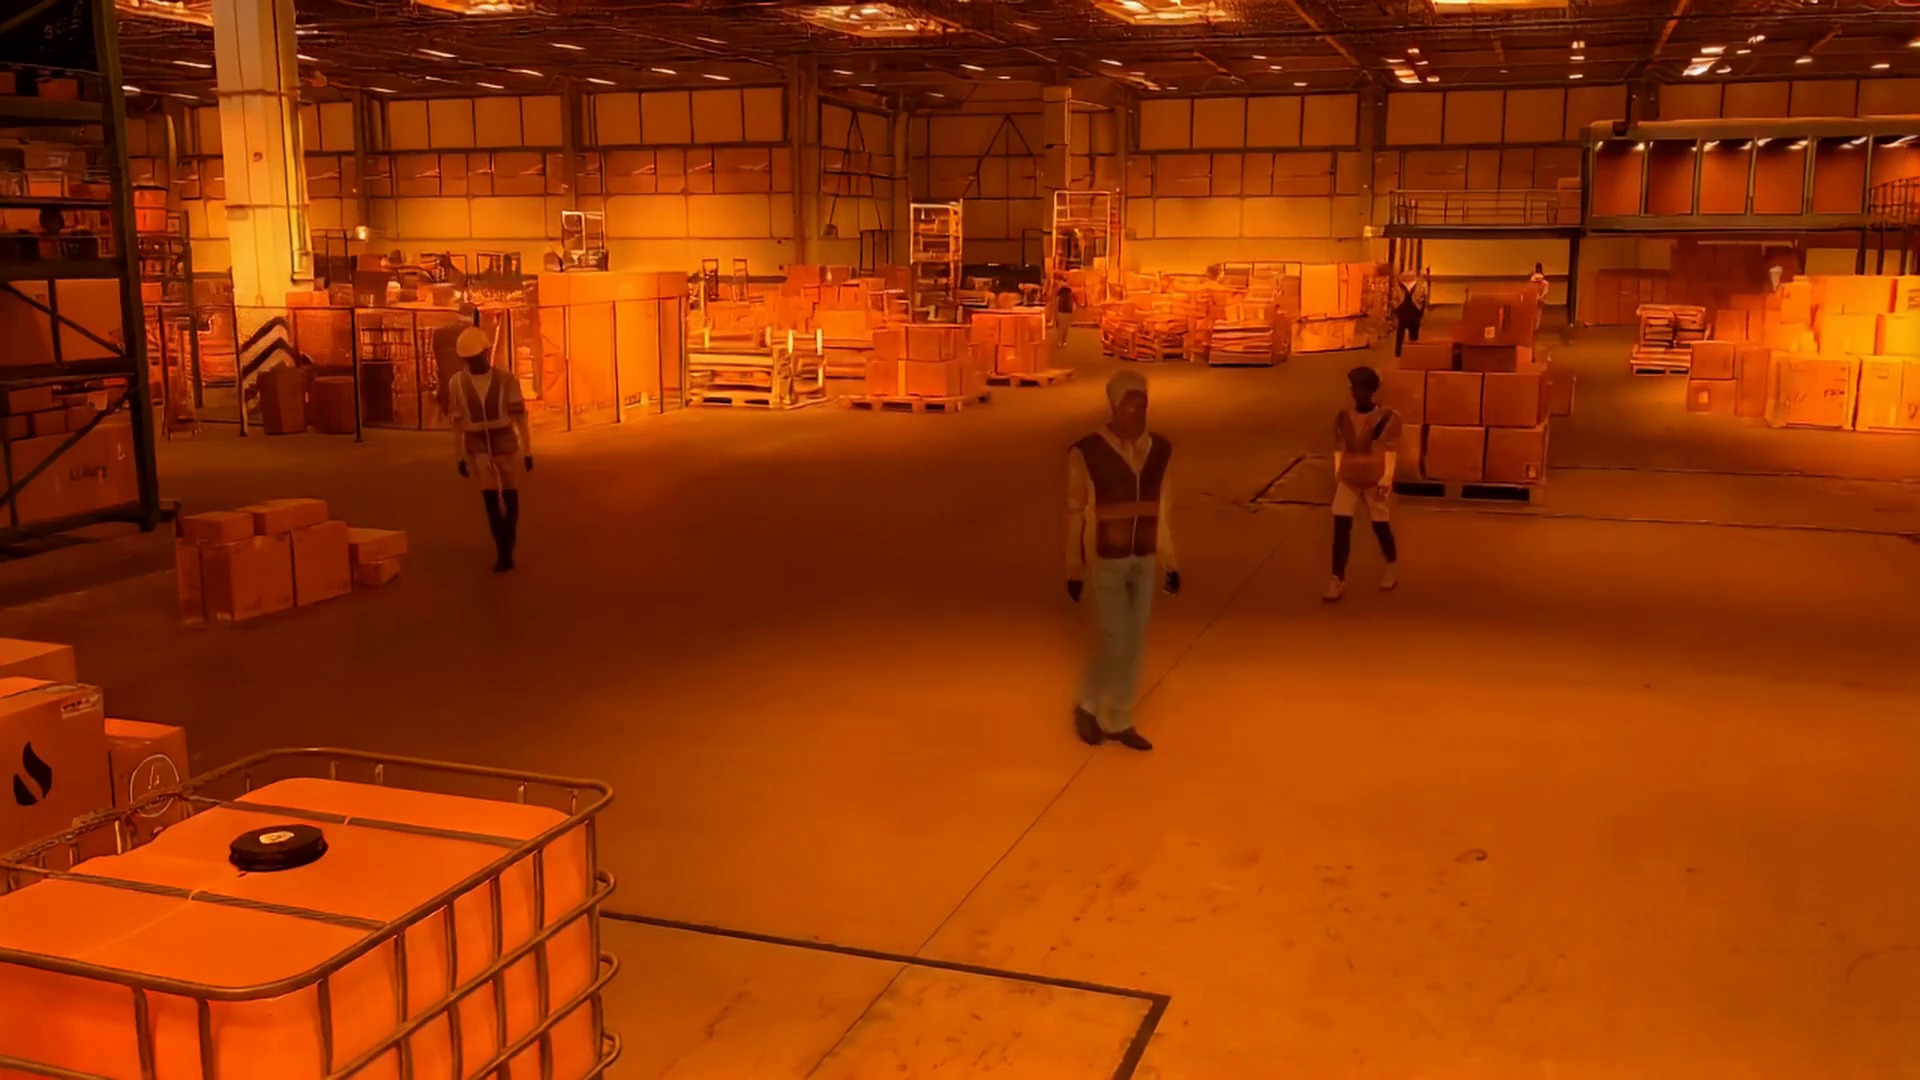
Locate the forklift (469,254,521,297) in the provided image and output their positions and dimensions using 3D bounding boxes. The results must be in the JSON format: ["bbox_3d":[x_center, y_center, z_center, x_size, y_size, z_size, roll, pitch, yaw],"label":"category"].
[{"bbox_3d":[-17.990,-10.121,64.684,1.157,1.987,2.680,3,11,17],"label":"forklift"}]

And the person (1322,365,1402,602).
[{"bbox_3d":[2.894,-0.417,11.837,0.527,1.666,0.830,8,13,36],"label":"person"}]

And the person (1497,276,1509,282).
[{"bbox_3d":[10.008,-3.898,30.717,0.660,1.921,0.545,10,14,44],"label":"person"}]

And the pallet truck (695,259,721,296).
[{"bbox_3d":[-9.165,-9.627,62.776,0.823,1.965,1.885,4,11,23],"label":"pallet truck"}]

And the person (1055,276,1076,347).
[{"bbox_3d":[2.535,-5.559,40.572,0.527,1.744,0.726,8,13,36],"label":"person"}]

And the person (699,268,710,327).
[{"bbox_3d":[-7.011,-6.550,45.800,0.329,1.874,0.518,-1,10,-8],"label":"person"}]

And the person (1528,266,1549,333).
[{"bbox_3d":[16.554,-6.881,47.636,0.563,1.891,0.989,1,10,7],"label":"person"}]

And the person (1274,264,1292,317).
[{"bbox_3d":[11.091,-8.623,57.539,0.841,1.859,0.581,-2,10,-9],"label":"person"}]

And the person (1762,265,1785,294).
[{"bbox_3d":[19.029,-5.425,39.021,0.637,2.026,0.517,-4,11,-23],"label":"person"}]

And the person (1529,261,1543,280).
[{"bbox_3d":[20.218,-8.809,58.372,0.593,1.922,0.384,-4,11,-22],"label":"person"}]

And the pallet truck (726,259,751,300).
[{"bbox_3d":[-7.986,-9.493,62.019,0.823,1.965,1.885,3,11,17],"label":"pallet truck"}]

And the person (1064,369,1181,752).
[{"bbox_3d":[0.811,0.111,8.205,0.595,1.907,0.449,-7,12,-35],"label":"person"}]

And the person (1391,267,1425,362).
[{"bbox_3d":[9.403,-4.705,34.935,0.684,2.000,0.538,3,11,18],"label":"person"}]

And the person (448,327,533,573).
[{"bbox_3d":[-3.635,-0.723,12.957,0.607,1.892,0.807,-1,10,-8],"label":"person"}]

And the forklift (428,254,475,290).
[{"bbox_3d":[-20.133,-10.254,65.465,1.157,1.987,2.680,3,11,19],"label":"forklift"}]
